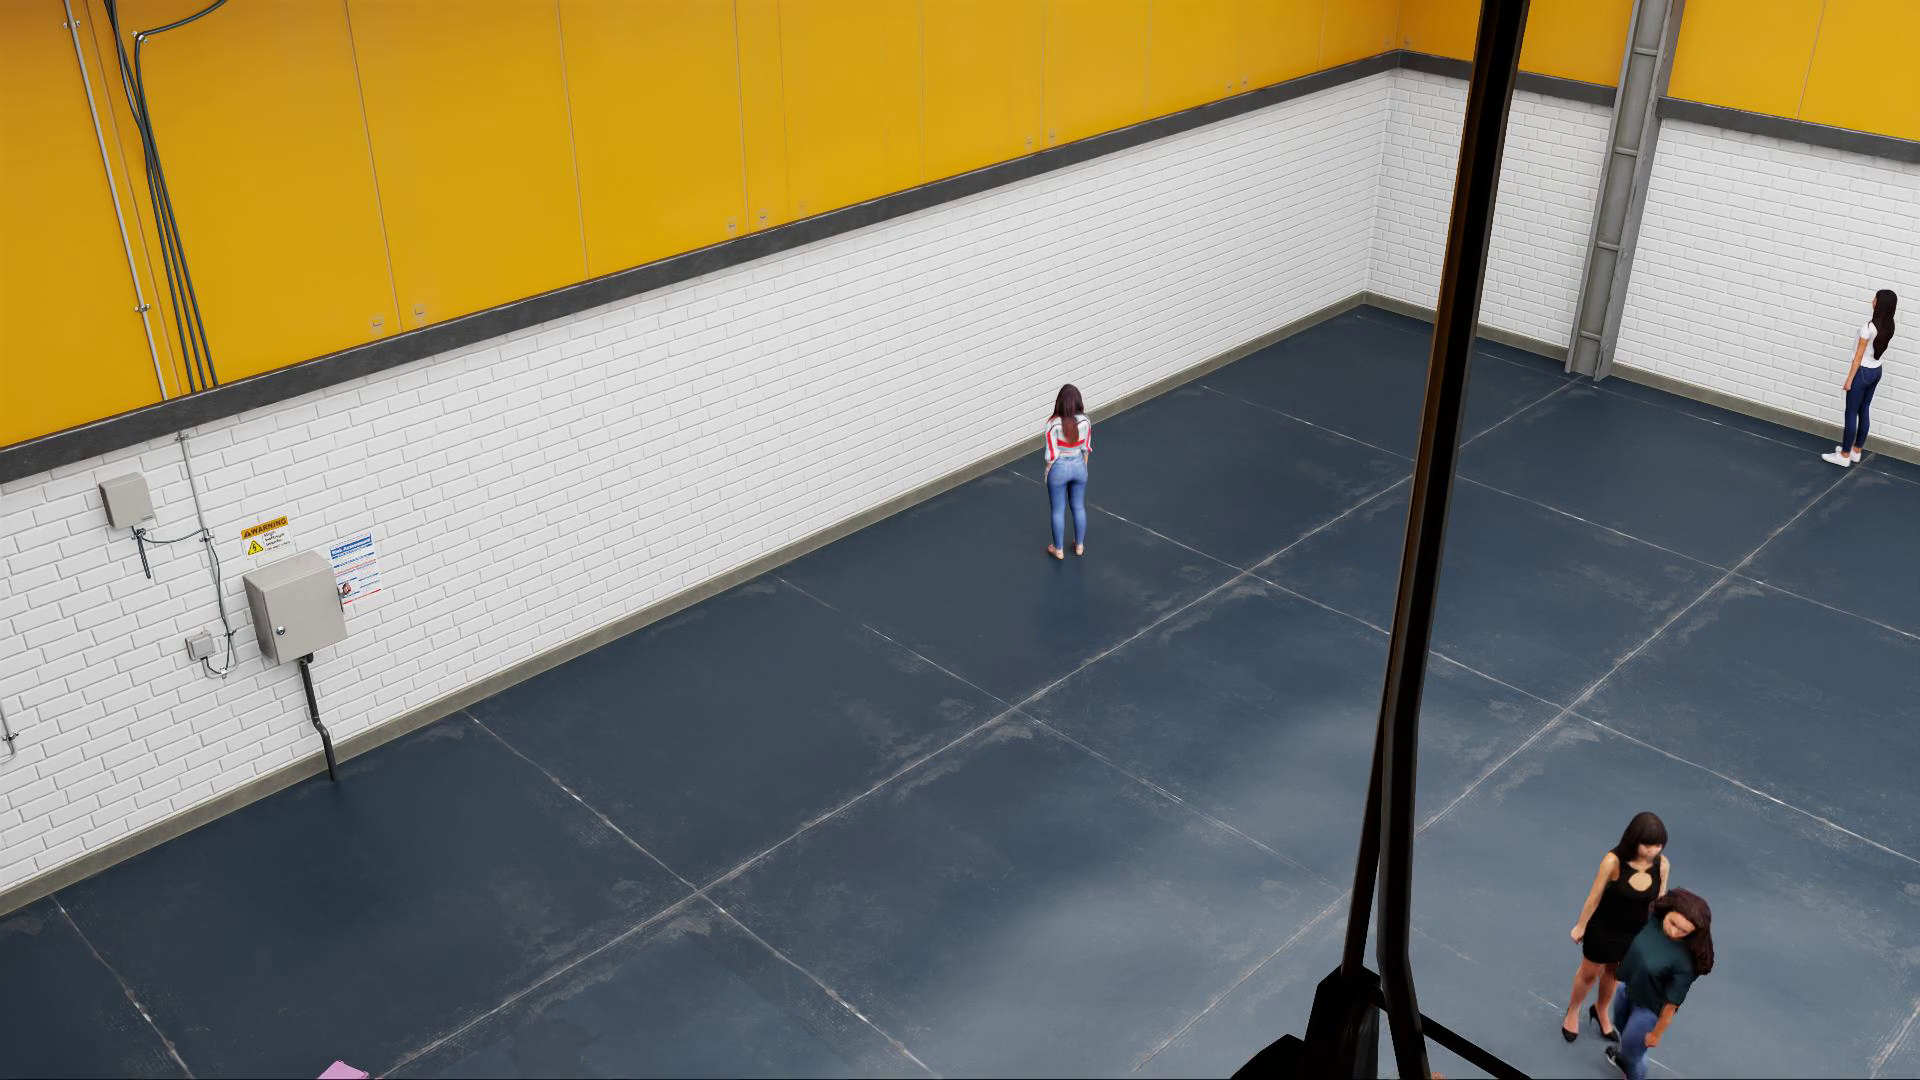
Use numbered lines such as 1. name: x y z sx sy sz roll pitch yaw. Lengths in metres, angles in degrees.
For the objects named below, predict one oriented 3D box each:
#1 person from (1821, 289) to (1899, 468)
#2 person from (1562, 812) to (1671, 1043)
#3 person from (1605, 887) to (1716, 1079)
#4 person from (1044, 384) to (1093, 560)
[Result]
1. person: 8.762 -1.569 16.075 0.622 1.773 0.573 -17 33 -29
2. person: 3.686 2.172 9.353 0.687 1.645 0.747 -2 29 -3
3. person: 3.688 2.446 8.904 0.911 1.593 0.843 4 29 8
4. person: 0.935 -0.605 14.477 0.663 1.612 0.659 -9 30 -16
